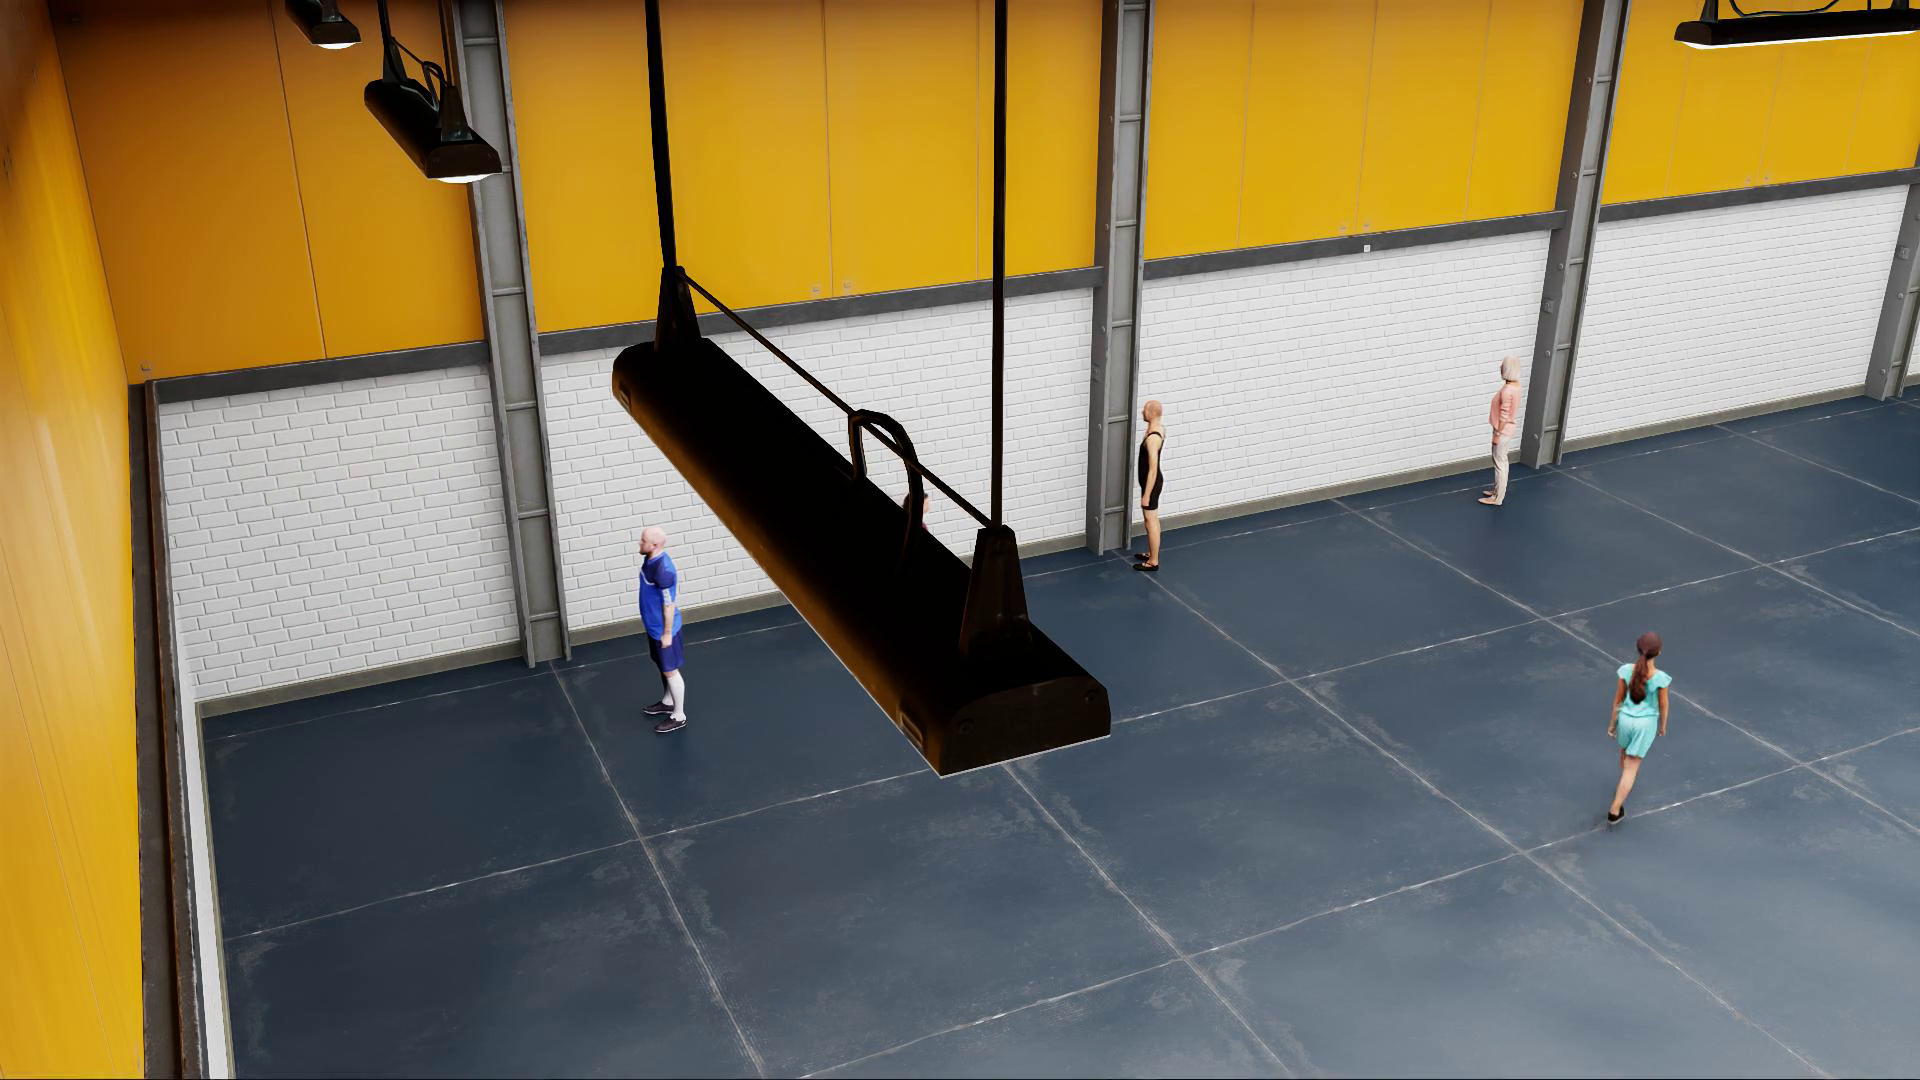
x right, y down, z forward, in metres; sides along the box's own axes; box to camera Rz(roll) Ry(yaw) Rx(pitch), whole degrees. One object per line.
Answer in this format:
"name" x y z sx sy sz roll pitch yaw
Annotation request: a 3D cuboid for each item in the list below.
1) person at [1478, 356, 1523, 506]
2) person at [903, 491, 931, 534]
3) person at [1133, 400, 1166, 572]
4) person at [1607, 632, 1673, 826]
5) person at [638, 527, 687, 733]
"person" 6.104 -1.240 18.677 0.744 1.726 0.654 12 26 26
"person" -0.421 0.249 15.485 0.702 1.553 0.640 -1 24 -2
"person" 1.959 -0.561 17.013 0.712 1.814 0.714 4 24 9
"person" 5.170 1.463 12.753 0.853 1.518 1.126 18 30 36
"person" -2.511 0.722 14.043 0.574 1.842 0.672 -9 25 -21
